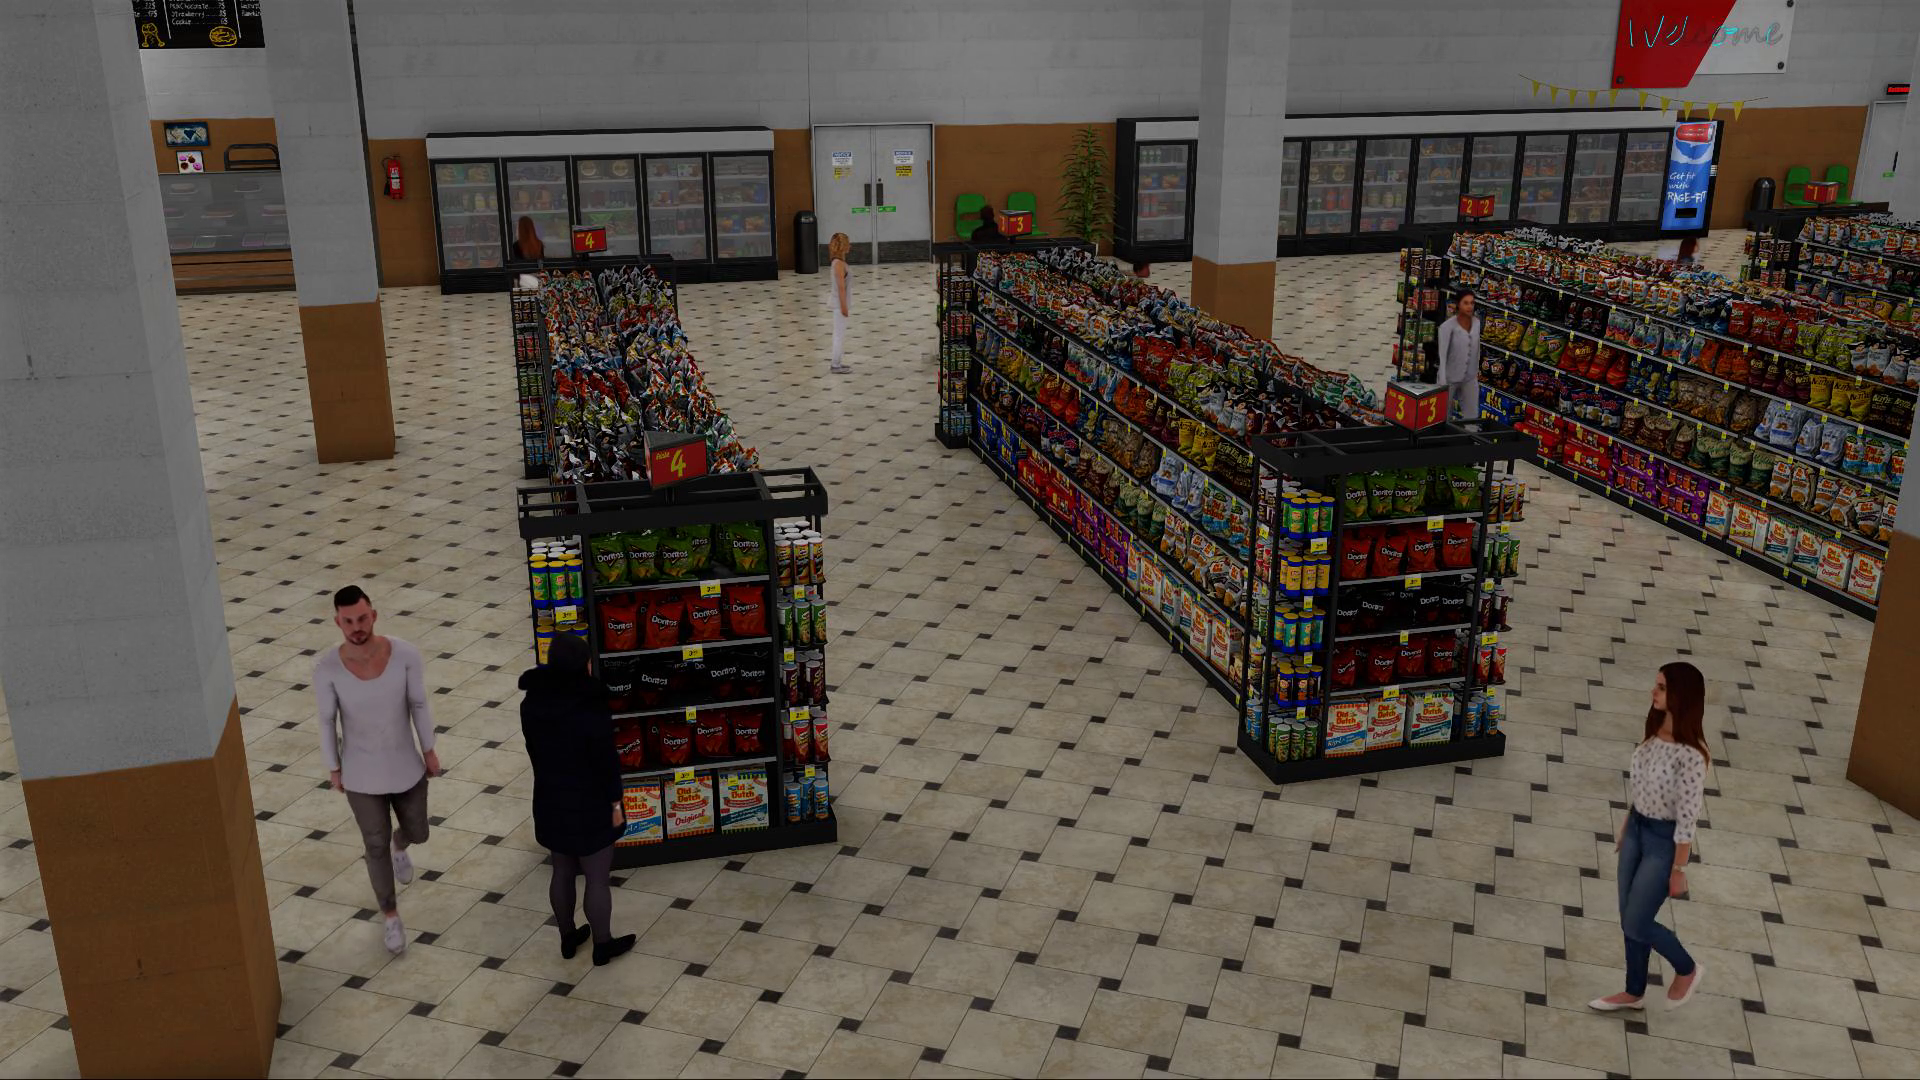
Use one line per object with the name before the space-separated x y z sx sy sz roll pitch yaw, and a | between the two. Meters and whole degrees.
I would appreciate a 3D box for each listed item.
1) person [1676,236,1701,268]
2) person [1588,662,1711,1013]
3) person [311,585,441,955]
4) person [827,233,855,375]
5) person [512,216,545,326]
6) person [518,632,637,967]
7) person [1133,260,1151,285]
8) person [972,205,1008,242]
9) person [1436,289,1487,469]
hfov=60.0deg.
person | 9.042 -3.086 20.949 1.006 1.453 0.908 12 22 31
person | 3.164 1.353 7.368 0.715 1.719 0.703 -2 19 -4
person | -2.820 1.054 8.092 0.822 1.823 1.042 -10 21 -26
person | -1.448 -2.829 19.848 0.662 1.670 0.522 -2 19 -6
person | -5.398 -3.215 20.968 0.810 1.685 1.028 -13 23 -34
person | -1.809 1.221 7.833 0.795 1.672 0.843 8 20 23
person | 2.130 -2.737 20.158 0.754 1.298 0.783 4 19 13
person | 0.355 -3.311 21.082 1.166 1.794 1.203 12 22 32
person | 4.746 -1.564 16.051 0.647 1.699 1.007 -5 19 -13
